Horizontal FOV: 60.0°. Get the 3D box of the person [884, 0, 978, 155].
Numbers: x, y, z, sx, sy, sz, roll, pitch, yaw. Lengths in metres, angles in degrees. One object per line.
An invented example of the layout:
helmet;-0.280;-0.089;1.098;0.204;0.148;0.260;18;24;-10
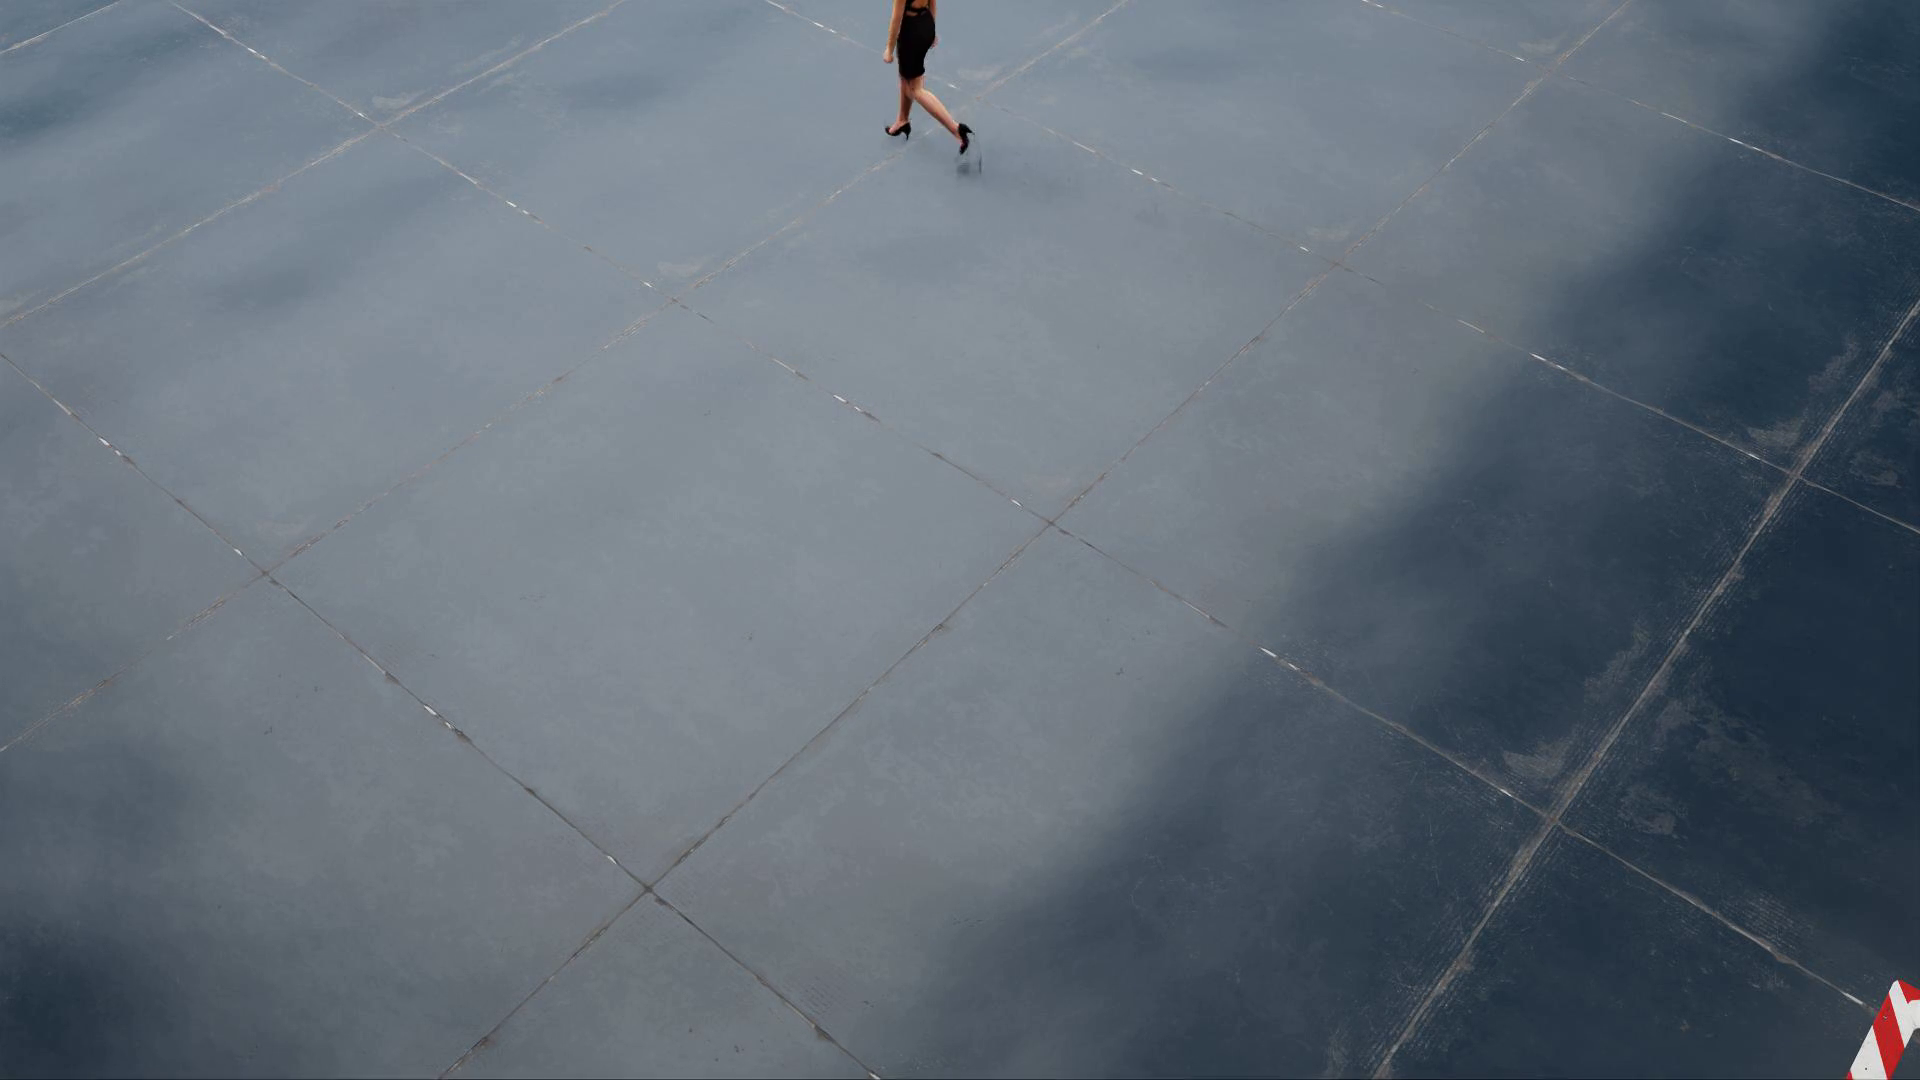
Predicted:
person;-0.232;-3.240;10.954;1.029;1.624;0.685;23;51;20
